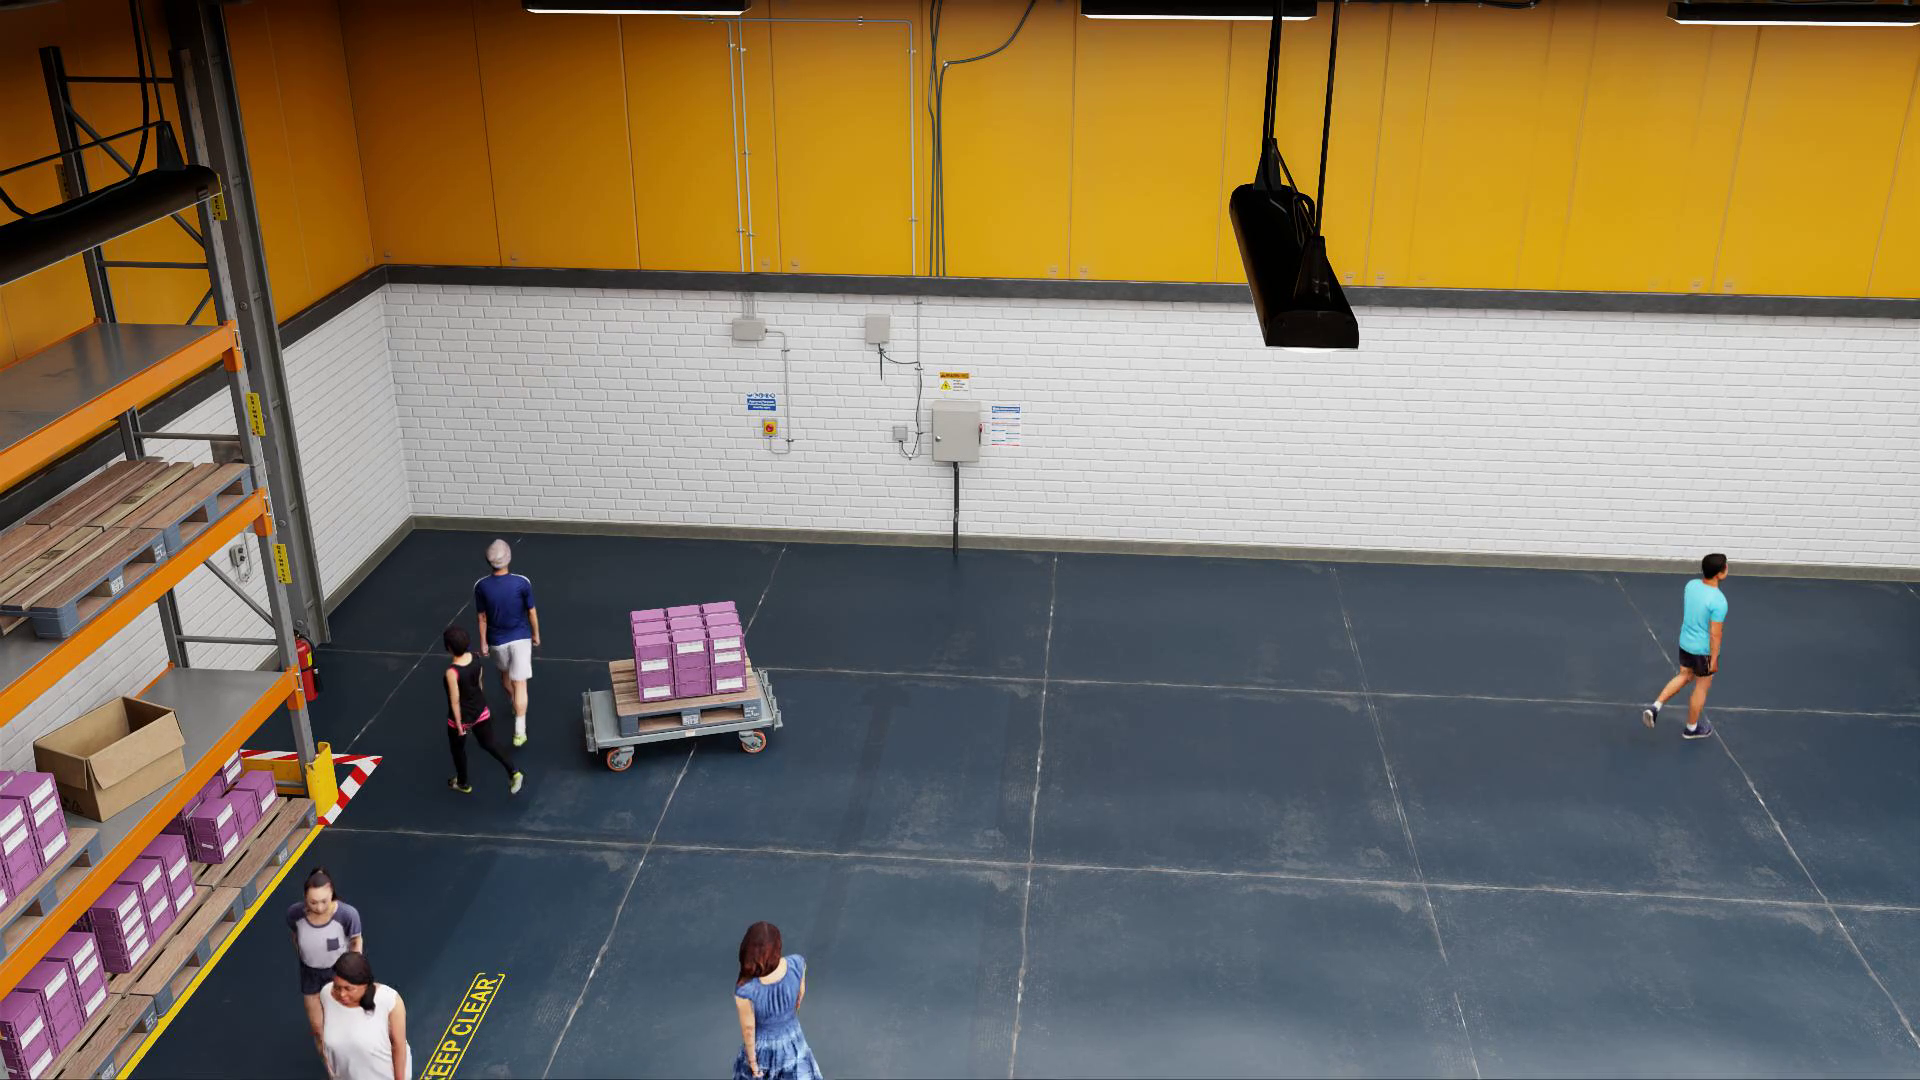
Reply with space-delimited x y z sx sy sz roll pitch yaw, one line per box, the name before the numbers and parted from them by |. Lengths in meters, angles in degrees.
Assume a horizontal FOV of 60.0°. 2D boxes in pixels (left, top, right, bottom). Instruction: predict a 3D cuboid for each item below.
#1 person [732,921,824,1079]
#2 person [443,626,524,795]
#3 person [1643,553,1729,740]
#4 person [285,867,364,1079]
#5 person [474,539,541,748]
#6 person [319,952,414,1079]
person | -1.003 3.008 9.513 1.070 1.769 1.204 -15 28 -31
person | -3.918 1.408 13.468 0.873 1.533 0.974 13 27 28
person | 6.255 0.934 14.268 0.902 1.760 0.939 -7 25 -16
person | -3.965 2.689 10.450 0.718 1.603 0.895 -1 24 -2
person | -3.868 0.910 14.278 0.834 1.796 1.264 -4 24 -8
person | -3.366 3.030 9.604 0.651 1.654 1.040 2 24 5
